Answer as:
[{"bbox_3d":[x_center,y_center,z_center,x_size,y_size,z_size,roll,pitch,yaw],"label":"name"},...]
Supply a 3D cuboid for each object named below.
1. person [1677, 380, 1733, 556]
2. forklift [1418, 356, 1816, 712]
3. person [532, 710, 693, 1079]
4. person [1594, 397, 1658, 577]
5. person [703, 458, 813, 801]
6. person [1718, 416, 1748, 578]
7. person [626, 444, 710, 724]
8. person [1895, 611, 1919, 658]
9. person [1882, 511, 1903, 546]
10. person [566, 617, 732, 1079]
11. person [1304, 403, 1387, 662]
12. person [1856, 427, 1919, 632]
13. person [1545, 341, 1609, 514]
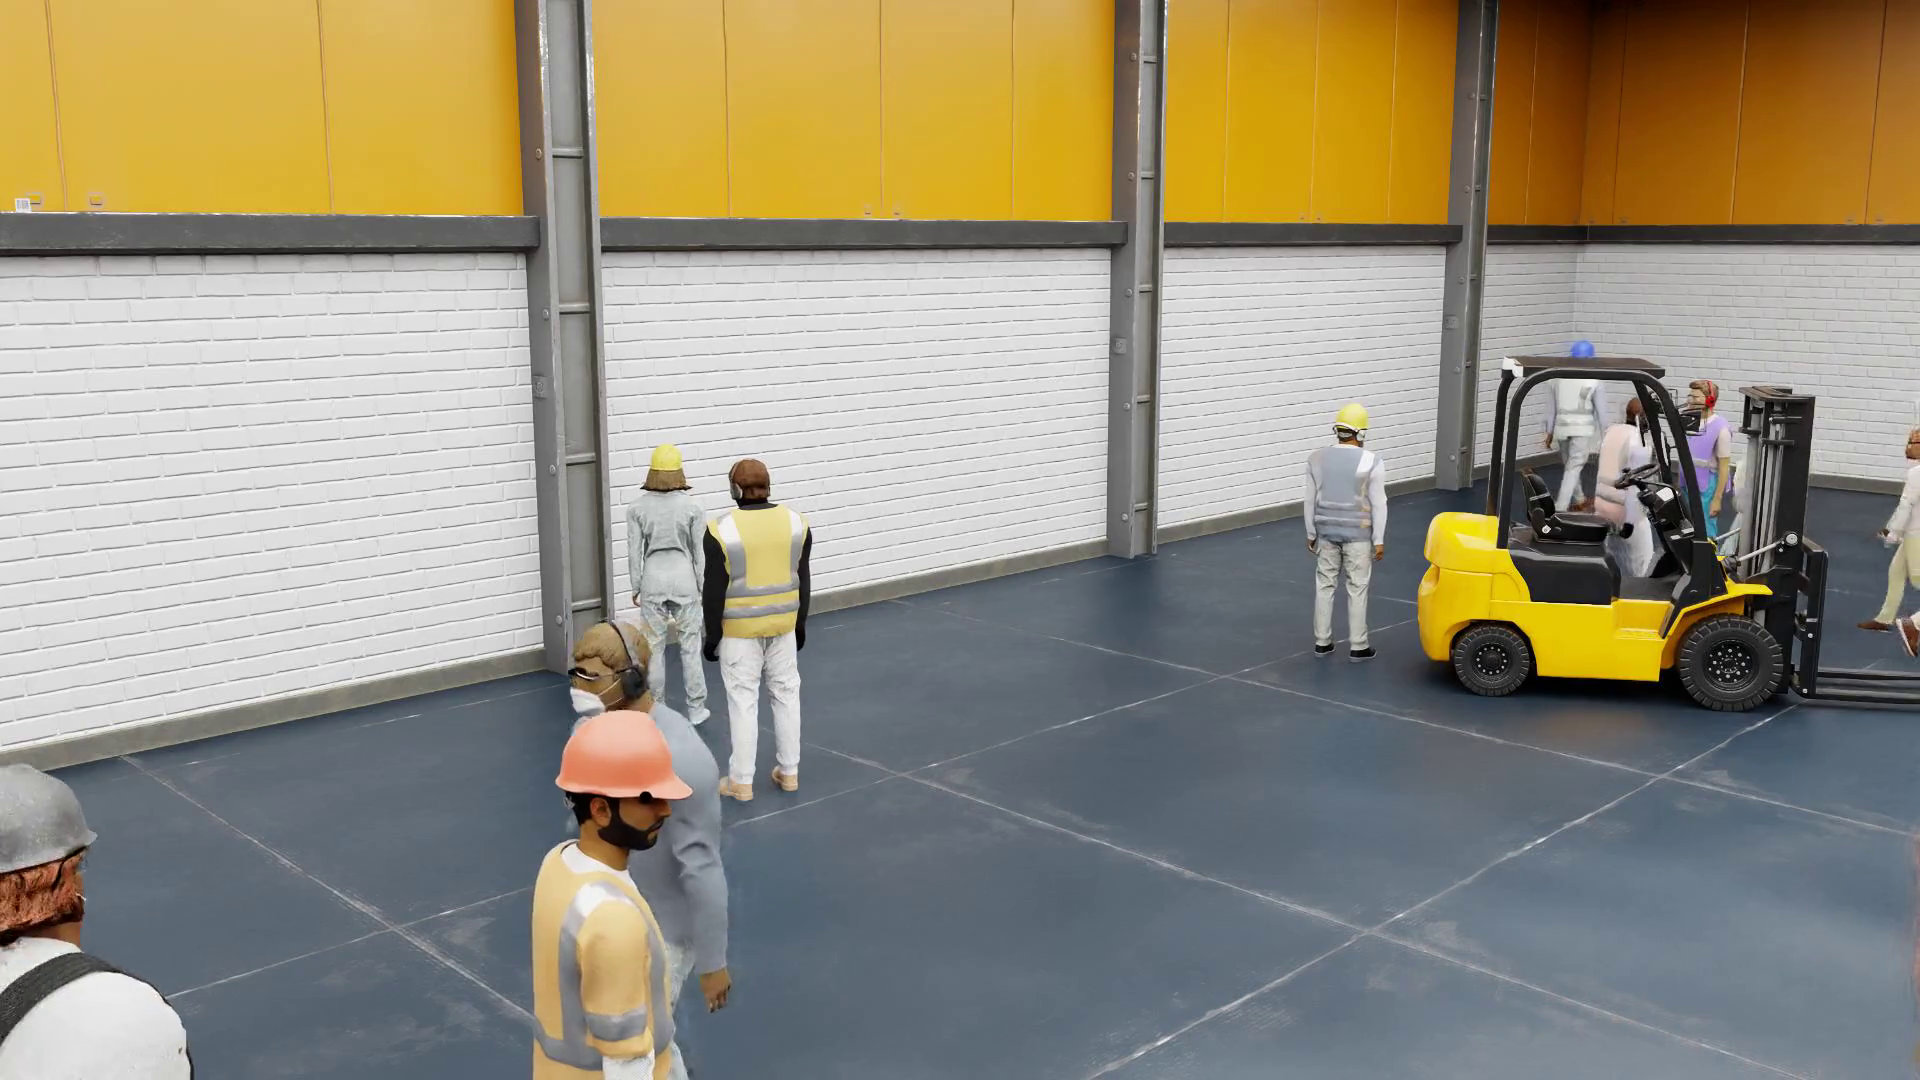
[{"bbox_3d":[6.057,-0.387,13.581,0.397,1.847,0.564,-2,11,-9],"label":"person"},{"bbox_3d":[4.276,-0.101,11.076,2.313,2.155,1.214,2,11,13],"label":"forklift"},{"bbox_3d":[-0.806,1.342,3.916,0.376,1.934,0.547,-5,12,-27],"label":"person"},{"bbox_3d":[5.164,-0.226,12.886,0.996,1.785,0.642,-2,11,-9],"label":"person"},{"bbox_3d":[-1.097,0.476,8.913,0.622,1.838,0.429,-6,12,-31],"label":"person"},{"bbox_3d":[6.010,-0.191,12.607,0.567,1.810,0.590,0,10,-1],"label":"person"},{"bbox_3d":[-1.792,0.279,10.235,0.487,1.743,0.315,-1,10,-5],"label":"person"},{"bbox_3d":[6.989,0.003,11.465,0.766,1.849,0.527,6,12,32],"label":"person"},{"bbox_3d":[9.264,-0.780,15.804,0.538,1.825,0.979,-4,11,-22],"label":"person"},{"bbox_3d":[-0.953,1.165,4.908,0.464,1.920,0.663,-9,14,-40],"label":"person"},{"bbox_3d":[2.740,-0.053,11.802,0.595,1.831,0.403,7,13,35],"label":"person"},{"bbox_3d":[7.163,-0.038,12.353,0.780,1.601,0.498,10,14,44],"label":"person"},{"bbox_3d":[6.578,-1.149,17.619,0.972,1.891,0.629,-7,13,-34],"label":"person"}]
